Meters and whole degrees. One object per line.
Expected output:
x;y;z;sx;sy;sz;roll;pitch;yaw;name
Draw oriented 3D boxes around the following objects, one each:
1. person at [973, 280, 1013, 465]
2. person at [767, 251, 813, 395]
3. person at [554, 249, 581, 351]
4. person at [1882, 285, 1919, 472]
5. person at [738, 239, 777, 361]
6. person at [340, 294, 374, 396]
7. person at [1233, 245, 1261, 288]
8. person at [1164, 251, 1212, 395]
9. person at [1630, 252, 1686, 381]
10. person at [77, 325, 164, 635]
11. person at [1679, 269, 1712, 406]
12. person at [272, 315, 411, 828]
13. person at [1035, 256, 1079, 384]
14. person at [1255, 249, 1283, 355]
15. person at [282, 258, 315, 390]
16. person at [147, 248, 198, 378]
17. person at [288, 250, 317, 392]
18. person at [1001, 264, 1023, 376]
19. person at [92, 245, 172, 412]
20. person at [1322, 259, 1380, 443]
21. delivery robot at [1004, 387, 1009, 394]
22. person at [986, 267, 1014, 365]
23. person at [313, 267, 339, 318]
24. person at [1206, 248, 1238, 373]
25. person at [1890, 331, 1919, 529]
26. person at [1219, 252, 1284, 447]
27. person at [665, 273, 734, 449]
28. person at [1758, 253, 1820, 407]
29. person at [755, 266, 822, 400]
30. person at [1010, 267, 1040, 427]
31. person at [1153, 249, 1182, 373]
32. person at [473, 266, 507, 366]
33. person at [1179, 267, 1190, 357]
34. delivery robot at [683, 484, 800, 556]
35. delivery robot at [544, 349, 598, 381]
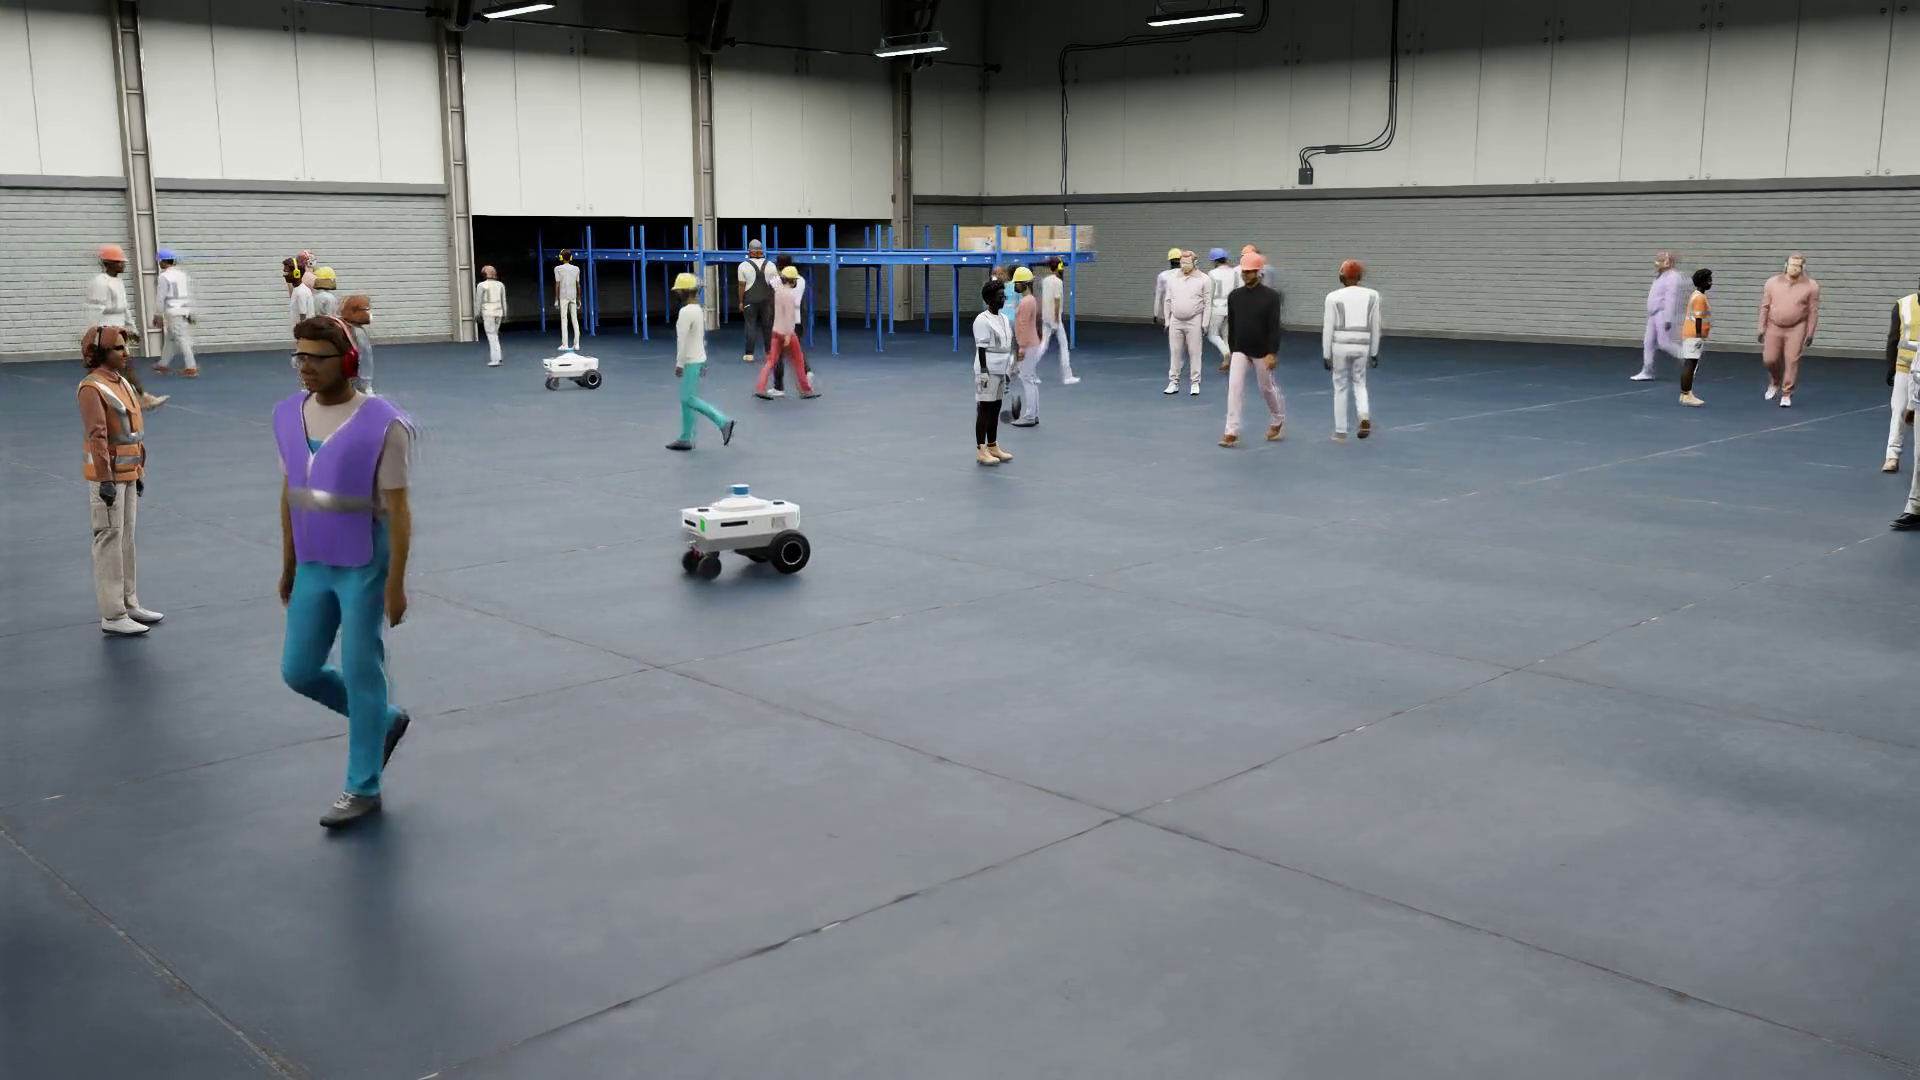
0.309;-1.562;15.484;0.318;1.697;0.536;5;12;26;person
-2.281;-2.859;21.998;0.605;1.901;0.706;-10;14;-42;person
-7.259;-4.444;30.759;0.514;1.865;0.312;-8;13;-38;person
8.602;-1.514;14.830;0.623;1.844;0.430;6;12;29;person
-3.466;-4.060;28.283;0.684;2.000;0.538;-5;11;-24;person
-5.167;-1.283;14.181;0.585;1.611;0.509;-4;11;-22;person
4.860;-4.015;28.205;0.553;1.935;0.362;7;12;33;person
3.020;-2.894;22.195;0.638;1.902;0.407;5;11;24;person
10.301;-3.249;24.207;0.794;1.884;0.654;1;10;4;person
-4.520;-0.326;8.901;0.308;1.641;0.511;-2;11;-11;person
9.200;-2.535;20.787;0.321;1.696;0.537;3;11;18;person
-2.217;0.101;6.037;0.597;1.832;0.468;4;11;23;person
1.280;-3.142;23.800;0.874;1.831;0.500;-7;13;-34;person
5.291;-4.142;29.041;0.946;1.892;0.678;-8;13;-36;person
-7.348;-2.207;18.569;0.326;1.862;0.497;-4;11;-20;person
-11.878;-3.392;24.886;0.960;1.901;0.642;1;10;3;person
-8.633;-2.894;22.165;0.642;1.913;0.409;8;13;38;person
0.853;-3.338;25.236;0.535;1.676;0.484;9;13;39;person
-10.005;-2.508;19.835;1.041;1.981;0.614;-2;11;-9;person
3.991;-1.913;16.934;0.605;1.868;0.537;-1;10;-4;person
0.404;-1.818;19.149;0.335;0.223;0.698;2;11;13;delivery robot
0.636;-3.519;26.365;0.515;1.617;0.419;9;13;39;person
-7.597;-2.411;20.021;0.330;1.736;0.487;-9;14;-41;person
4.038;-3.511;25.504;0.680;1.917;0.590;-7;12;-33;person
6.992;-0.958;11.816;0.404;1.835;0.586;-5;11;-25;person
3.021;-1.959;16.983;0.627;1.953;1.029;8;13;37;person
-2.587;-1.755;16.385;0.650;1.746;0.537;1;10;5;person
10.282;-2.612;20.667;0.659;1.891;0.453;7;13;34;person
-2.272;-2.676;21.508;0.884;1.719;0.507;-7;13;-35;person
0.718;-2.155;18.556;0.335;1.757;0.517;1;10;6;person
3.271;-3.518;25.587;0.599;1.895;0.793;-2;11;-12;person
-7.637;-3.637;27.025;0.494;1.621;0.516;7;13;34;person
3.819;-3.898;28.395;0.531;1.621;0.402;-2;11;-8;person
-1.384;-0.108;10.532;0.707;0.478;0.477;-6;12;-31;delivery robot
-5.418;-2.422;23.151;0.707;0.478;0.477;-5;12;-27;delivery robot
